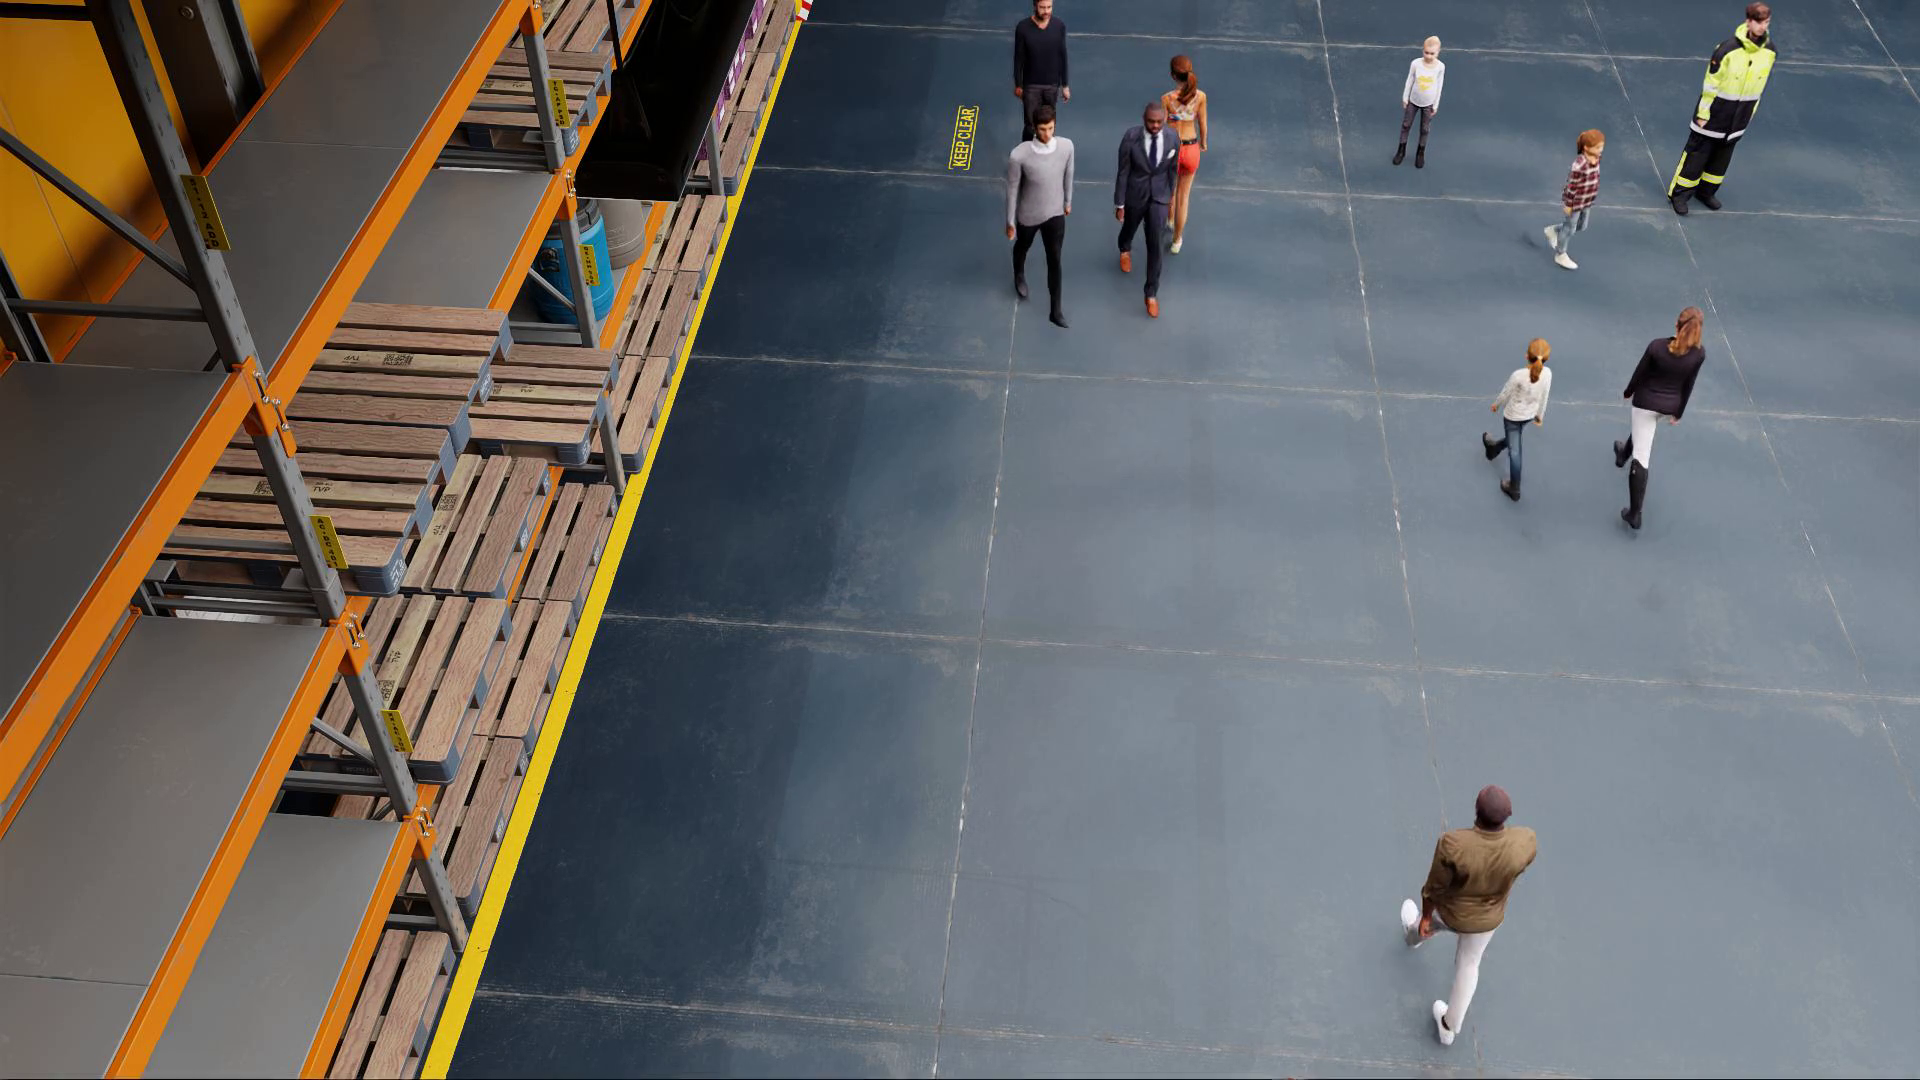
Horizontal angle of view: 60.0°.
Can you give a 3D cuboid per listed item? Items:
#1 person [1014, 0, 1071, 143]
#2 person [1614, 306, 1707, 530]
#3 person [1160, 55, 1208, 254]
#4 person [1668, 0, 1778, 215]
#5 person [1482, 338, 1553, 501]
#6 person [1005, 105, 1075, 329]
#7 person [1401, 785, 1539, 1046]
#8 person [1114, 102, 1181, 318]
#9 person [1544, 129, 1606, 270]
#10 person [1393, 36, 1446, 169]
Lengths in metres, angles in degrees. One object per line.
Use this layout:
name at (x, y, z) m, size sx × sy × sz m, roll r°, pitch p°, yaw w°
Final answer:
person at (0.721, -4.249, 15.363) m, size 0.739 × 1.852 × 0.756 m, roll -10°, pitch 44°, yaw -10°
person at (4.981, -0.863, 11.938) m, size 0.574 × 1.674 × 1.231 m, roll 2°, pitch 44°, yaw 3°
person at (1.902, -3.290, 14.419) m, size 0.683 × 1.766 × 0.869 m, roll 2°, pitch 44°, yaw 2°
person at (6.852, -3.871, 14.871) m, size 0.843 × 1.983 × 0.770 m, roll -9°, pitch 44°, yaw -9°
person at (4.141, -0.858, 12.213) m, size 0.654 × 1.287 × 0.939 m, roll -8°, pitch 44°, yaw -9°
person at (0.626, -2.757, 13.786) m, size 1.066 × 1.868 × 1.351 m, roll -11°, pitch 45°, yaw -11°
person at (2.704, 2.027, 8.822) m, size 0.740 × 1.787 × 1.108 m, roll 3°, pitch 44°, yaw 3°
person at (1.527, -2.901, 13.992) m, size 0.810 × 1.791 × 1.241 m, roll -2°, pitch 44°, yaw -2°
person at (5.320, -2.990, 14.444) m, size 0.717 × 1.296 × 0.784 m, roll -27°, pitch 50°, yaw -25°
person at (4.350, -4.146, 15.671) m, size 0.523 × 1.278 × 0.536 m, roll 11°, pitch 45°, yaw 11°
